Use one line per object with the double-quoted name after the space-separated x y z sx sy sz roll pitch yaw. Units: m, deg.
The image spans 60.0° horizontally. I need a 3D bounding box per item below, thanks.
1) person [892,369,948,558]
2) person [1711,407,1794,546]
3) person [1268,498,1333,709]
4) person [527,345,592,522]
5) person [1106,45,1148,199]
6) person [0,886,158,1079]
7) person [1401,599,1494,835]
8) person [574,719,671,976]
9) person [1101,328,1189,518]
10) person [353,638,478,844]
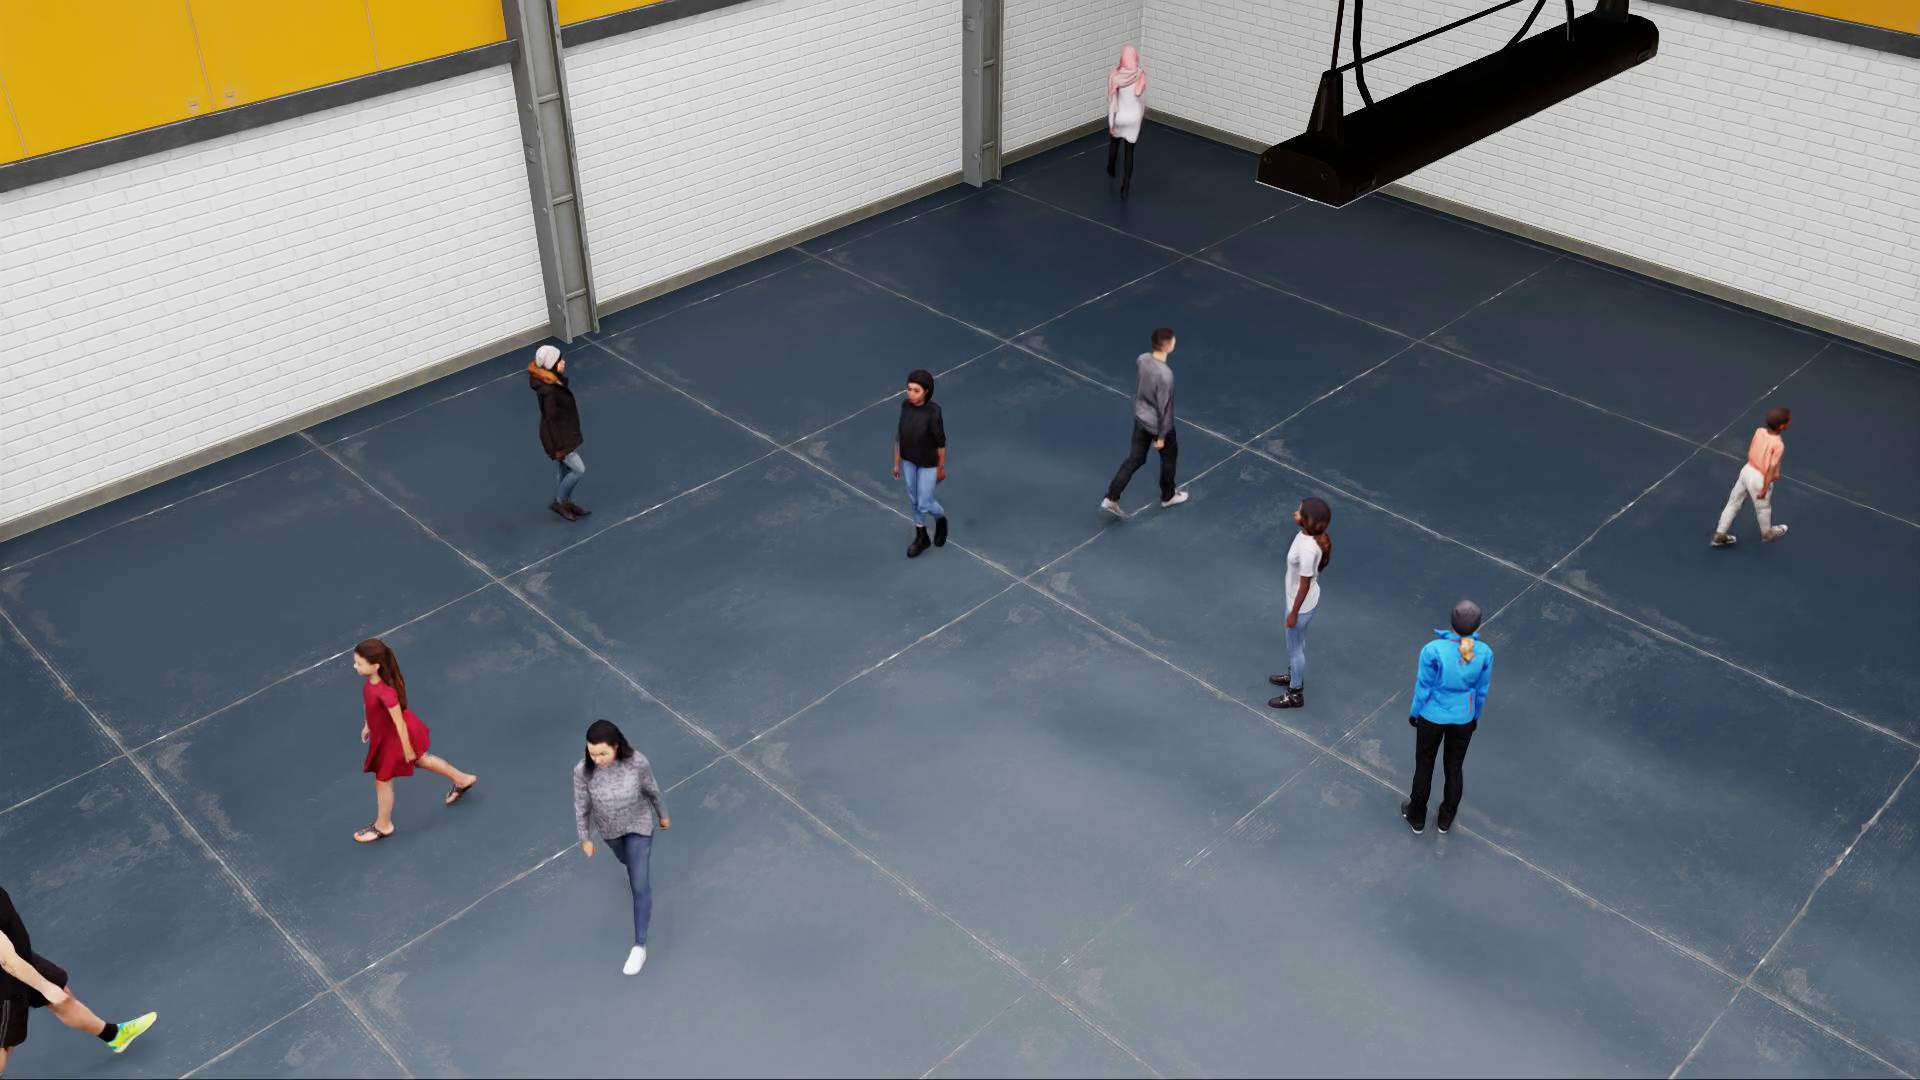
-0.263 -0.650 13.416 0.617 1.689 0.696 21 39 28 "person"
6.433 -0.491 13.545 0.932 1.281 0.749 -10 35 -14 "person"
2.404 0.433 11.759 0.730 1.719 0.630 7 34 11 "person"
-3.386 -0.869 13.798 0.789 1.630 0.749 -4 34 -6 "person"
2.000 -4.963 19.829 1.069 1.772 1.117 -1 34 -1 "person"
-5.119 2.350 8.771 1.252 1.834 0.916 -17 37 -24 "person"
3.106 1.142 10.624 0.684 1.795 0.724 3 34 4 "person"
-1.994 1.664 9.956 1.227 1.666 1.210 -6 34 -9 "person"
1.537 -0.948 13.823 1.145 1.735 0.744 -22 39 -29 "person"
-3.571 1.228 10.742 1.125 1.522 0.745 -17 37 -23 "person"
